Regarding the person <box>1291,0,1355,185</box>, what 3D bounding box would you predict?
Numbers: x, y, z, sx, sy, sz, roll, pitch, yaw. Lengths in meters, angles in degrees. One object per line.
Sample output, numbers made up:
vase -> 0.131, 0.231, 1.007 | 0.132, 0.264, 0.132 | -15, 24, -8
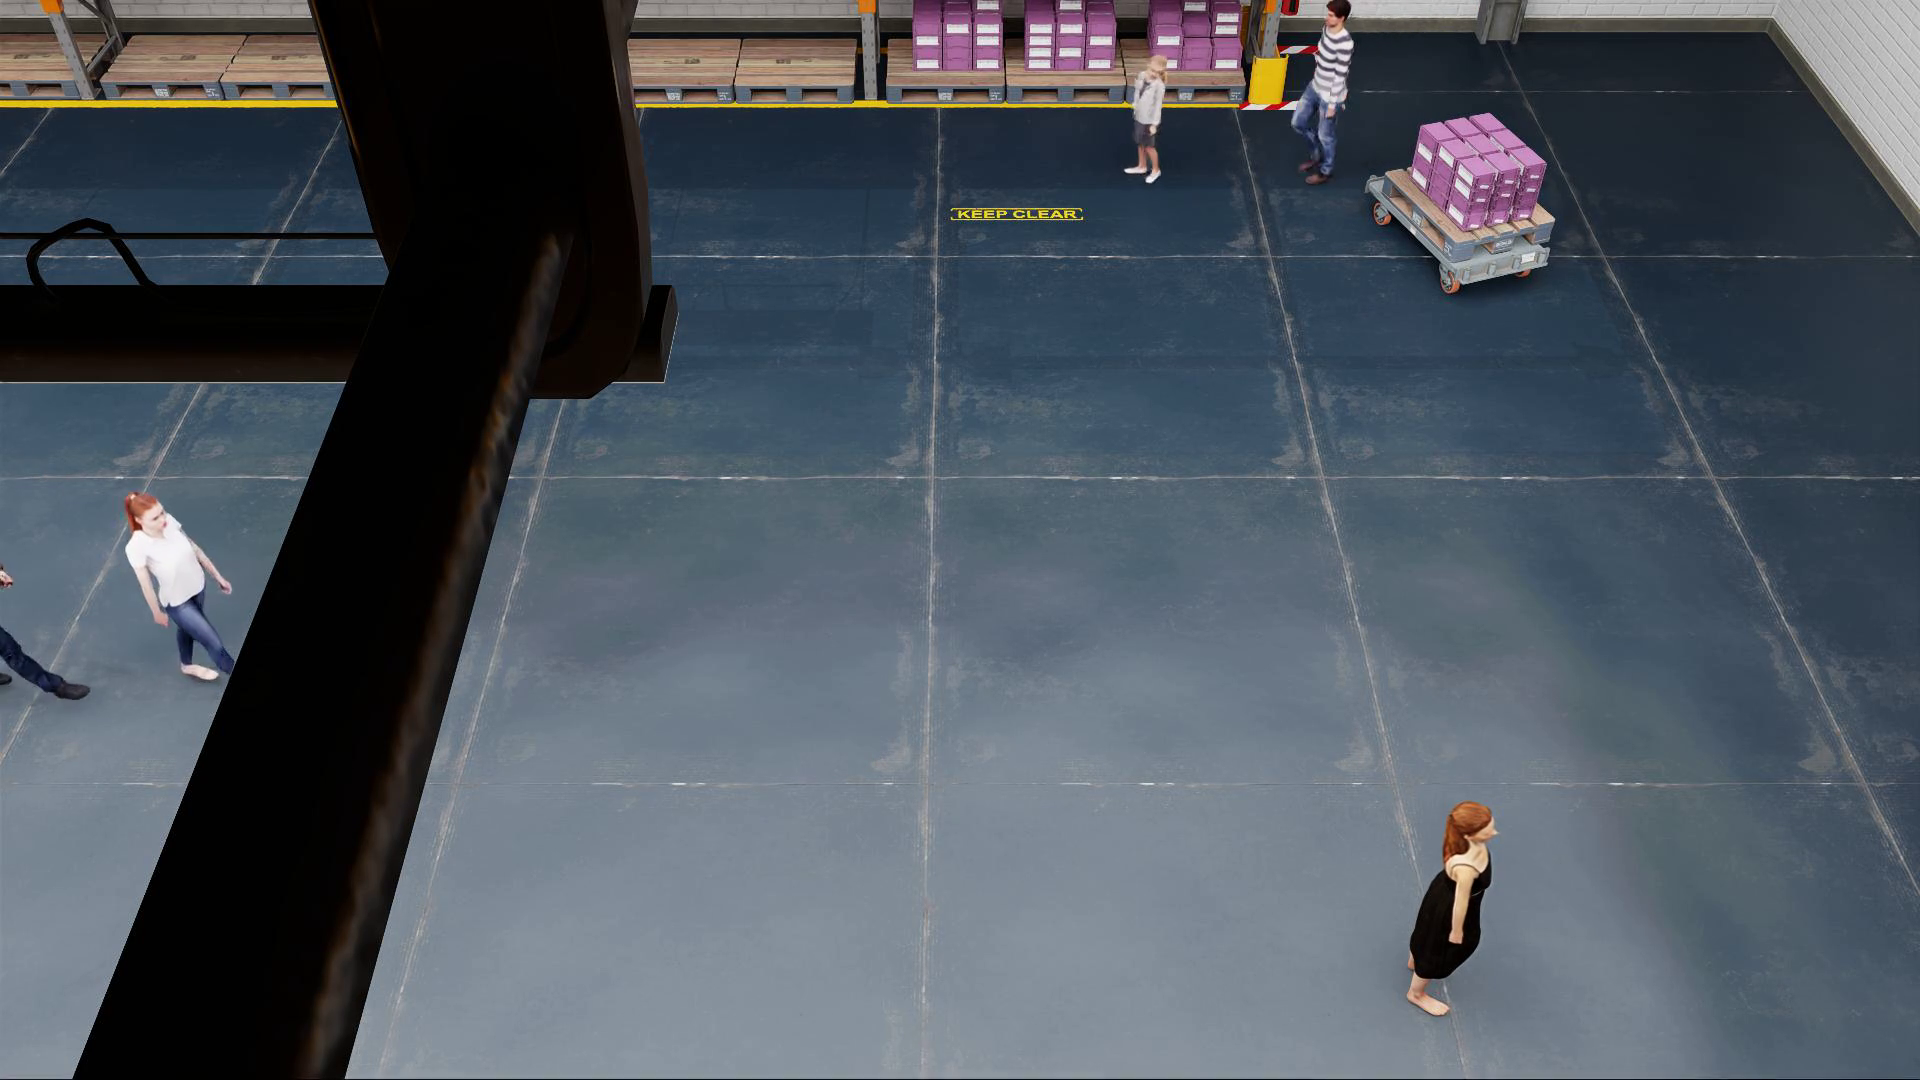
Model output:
person -> 3.458, -4.122, 15.264 | 0.762, 1.833, 0.754 | -12, 45, -12

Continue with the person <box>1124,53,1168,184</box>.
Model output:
person -> 1.740, -3.957, 15.503 | 0.644, 1.264, 0.616 | -10, 44, -10

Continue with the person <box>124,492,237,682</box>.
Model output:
person -> -5.064, 0.344, 10.674 | 1.114, 1.698, 0.708 | 8, 44, 8

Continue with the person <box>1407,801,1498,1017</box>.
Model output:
person -> 2.657, 1.964, 9.026 | 0.643, 1.625, 0.622 | 11, 45, 11

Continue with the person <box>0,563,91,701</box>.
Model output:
person -> -6.384, 0.345, 10.571 | 1.171, 1.839, 0.743 | 4, 44, 5
